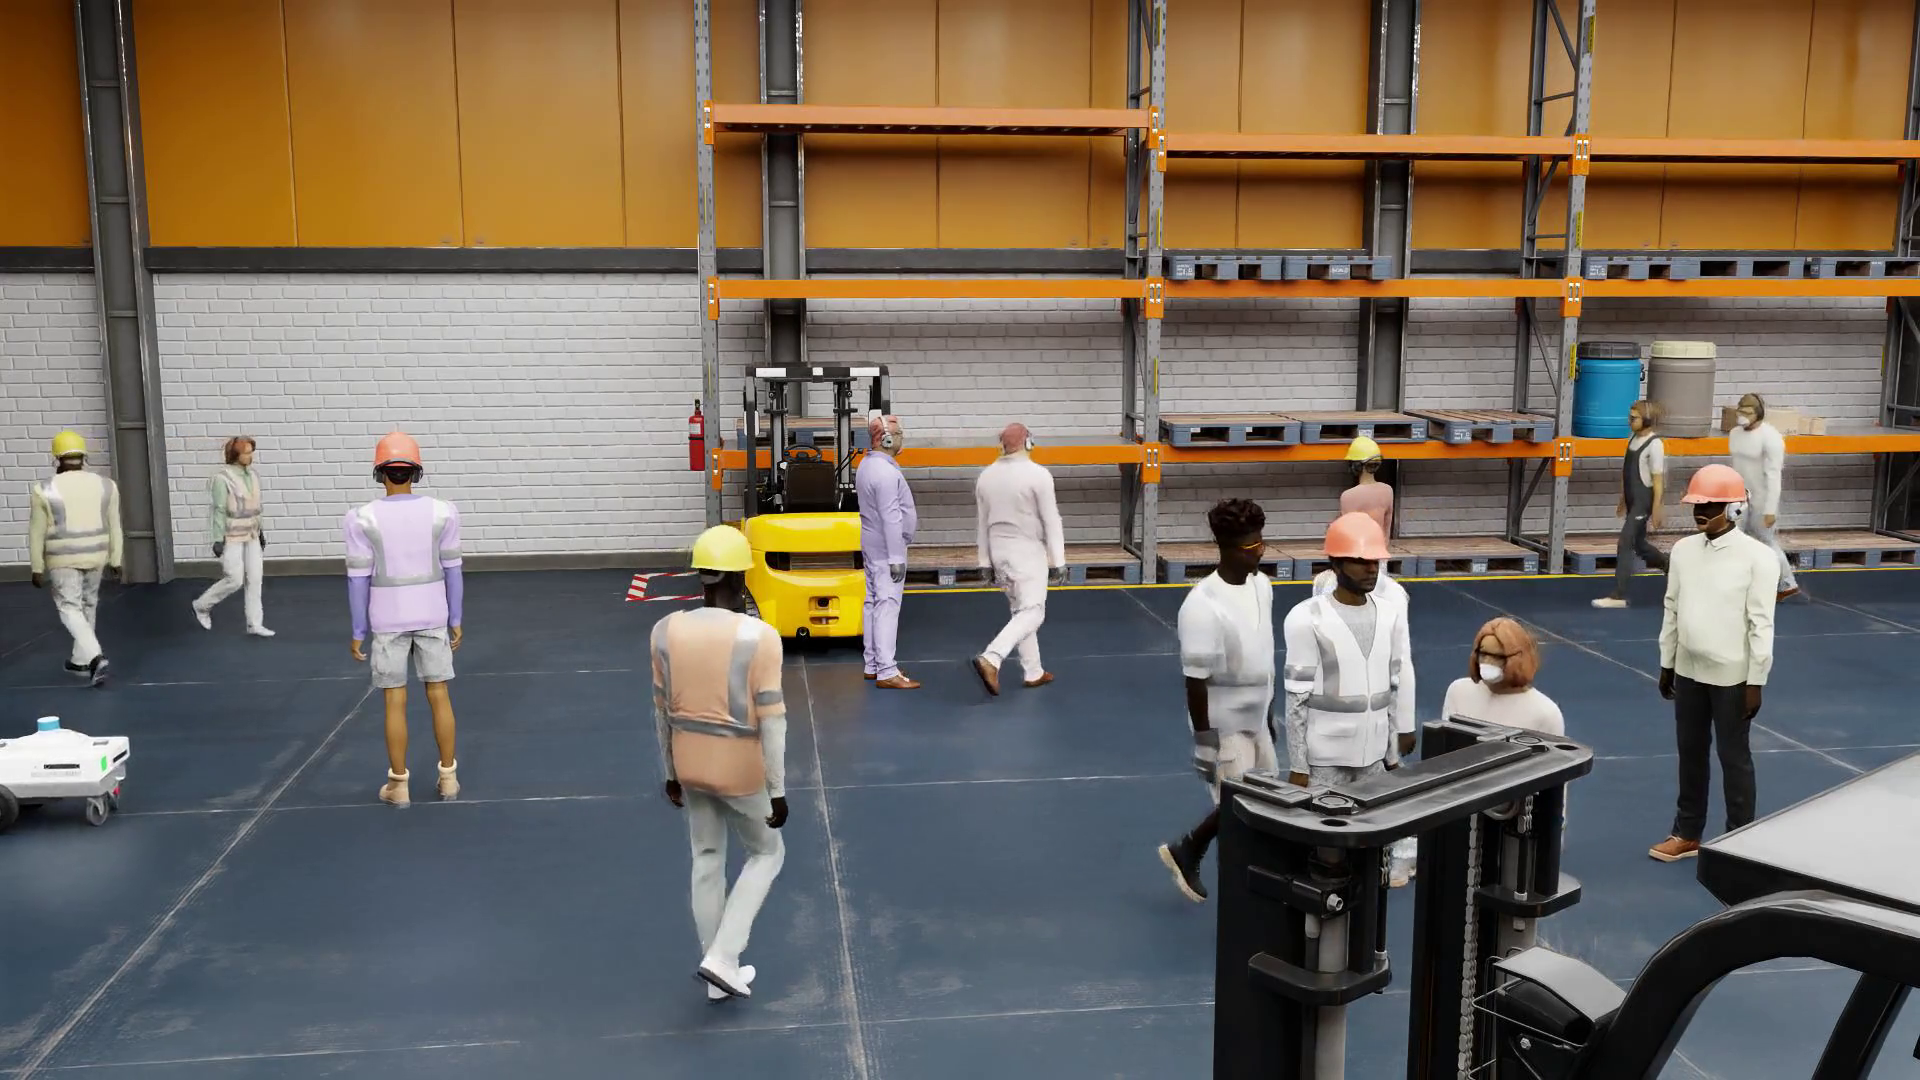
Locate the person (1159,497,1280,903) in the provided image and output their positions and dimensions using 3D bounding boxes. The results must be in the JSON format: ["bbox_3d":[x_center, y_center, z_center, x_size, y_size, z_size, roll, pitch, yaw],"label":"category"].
[{"bbox_3d":[1.169,0.767,7.209,0.691,1.948,0.660,7,11,37],"label":"person"}]

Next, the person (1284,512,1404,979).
[{"bbox_3d":[1.561,0.850,6.724,0.544,1.943,0.347,-4,10,-23],"label":"person"}]

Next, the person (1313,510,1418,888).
[{"bbox_3d":[1.824,0.770,7.643,0.986,1.810,0.590,-4,10,-22],"label":"person"}]

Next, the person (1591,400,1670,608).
[{"bbox_3d":[5.931,-0.306,14.334,0.820,1.823,0.507,1,9,4],"label":"person"}]

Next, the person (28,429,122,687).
[{"bbox_3d":[-6.195,0.124,11.695,0.834,1.803,0.599,7,12,38],"label":"person"}]

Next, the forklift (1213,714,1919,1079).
[{"bbox_3d":[1.441,1.425,2.350,1.214,2.155,2.313,-7,12,-39],"label":"forklift"}]

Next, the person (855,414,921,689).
[{"bbox_3d":[-0.502,0.080,11.627,0.411,1.913,0.643,-3,10,-18],"label":"person"}]

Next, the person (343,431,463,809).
[{"bbox_3d":[-3.001,0.431,9.017,0.605,2.045,0.387,-5,10,-28],"label":"person"}]

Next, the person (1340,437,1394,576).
[{"bbox_3d":[2.782,0.168,11.525,0.525,1.769,0.308,-8,12,-39],"label":"person"}]

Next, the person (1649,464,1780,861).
[{"bbox_3d":[3.620,0.624,8.018,0.396,1.989,0.619,-4,10,-24],"label":"person"}]

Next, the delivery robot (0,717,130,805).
[{"bbox_3d":[-4.768,1.172,8.735,0.707,0.478,0.477,-1,9,-5],"label":"delivery robot"}]

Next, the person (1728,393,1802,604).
[{"bbox_3d":[6.892,-0.332,14.330,0.928,1.894,0.627,-3,10,-18],"label":"person"}]

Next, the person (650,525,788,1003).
[{"bbox_3d":[-0.923,0.891,6.543,0.611,1.912,0.411,4,10,22],"label":"person"}]

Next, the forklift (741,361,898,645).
[{"bbox_3d":[-1.154,-0.340,13.365,1.214,2.155,2.313,-1,9,-7],"label":"forklift"}]

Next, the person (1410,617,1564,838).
[{"bbox_3d":[2.007,1.081,6.333,0.673,1.604,0.514,-6,11,-34],"label":"person"}]

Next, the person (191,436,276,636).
[{"bbox_3d":[-5.784,-0.021,13.176,0.550,1.622,0.529,2,9,13],"label":"person"}]

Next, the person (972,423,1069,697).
[{"bbox_3d":[0.361,0.137,11.407,0.780,1.865,0.712,-8,12,-42],"label":"person"}]
